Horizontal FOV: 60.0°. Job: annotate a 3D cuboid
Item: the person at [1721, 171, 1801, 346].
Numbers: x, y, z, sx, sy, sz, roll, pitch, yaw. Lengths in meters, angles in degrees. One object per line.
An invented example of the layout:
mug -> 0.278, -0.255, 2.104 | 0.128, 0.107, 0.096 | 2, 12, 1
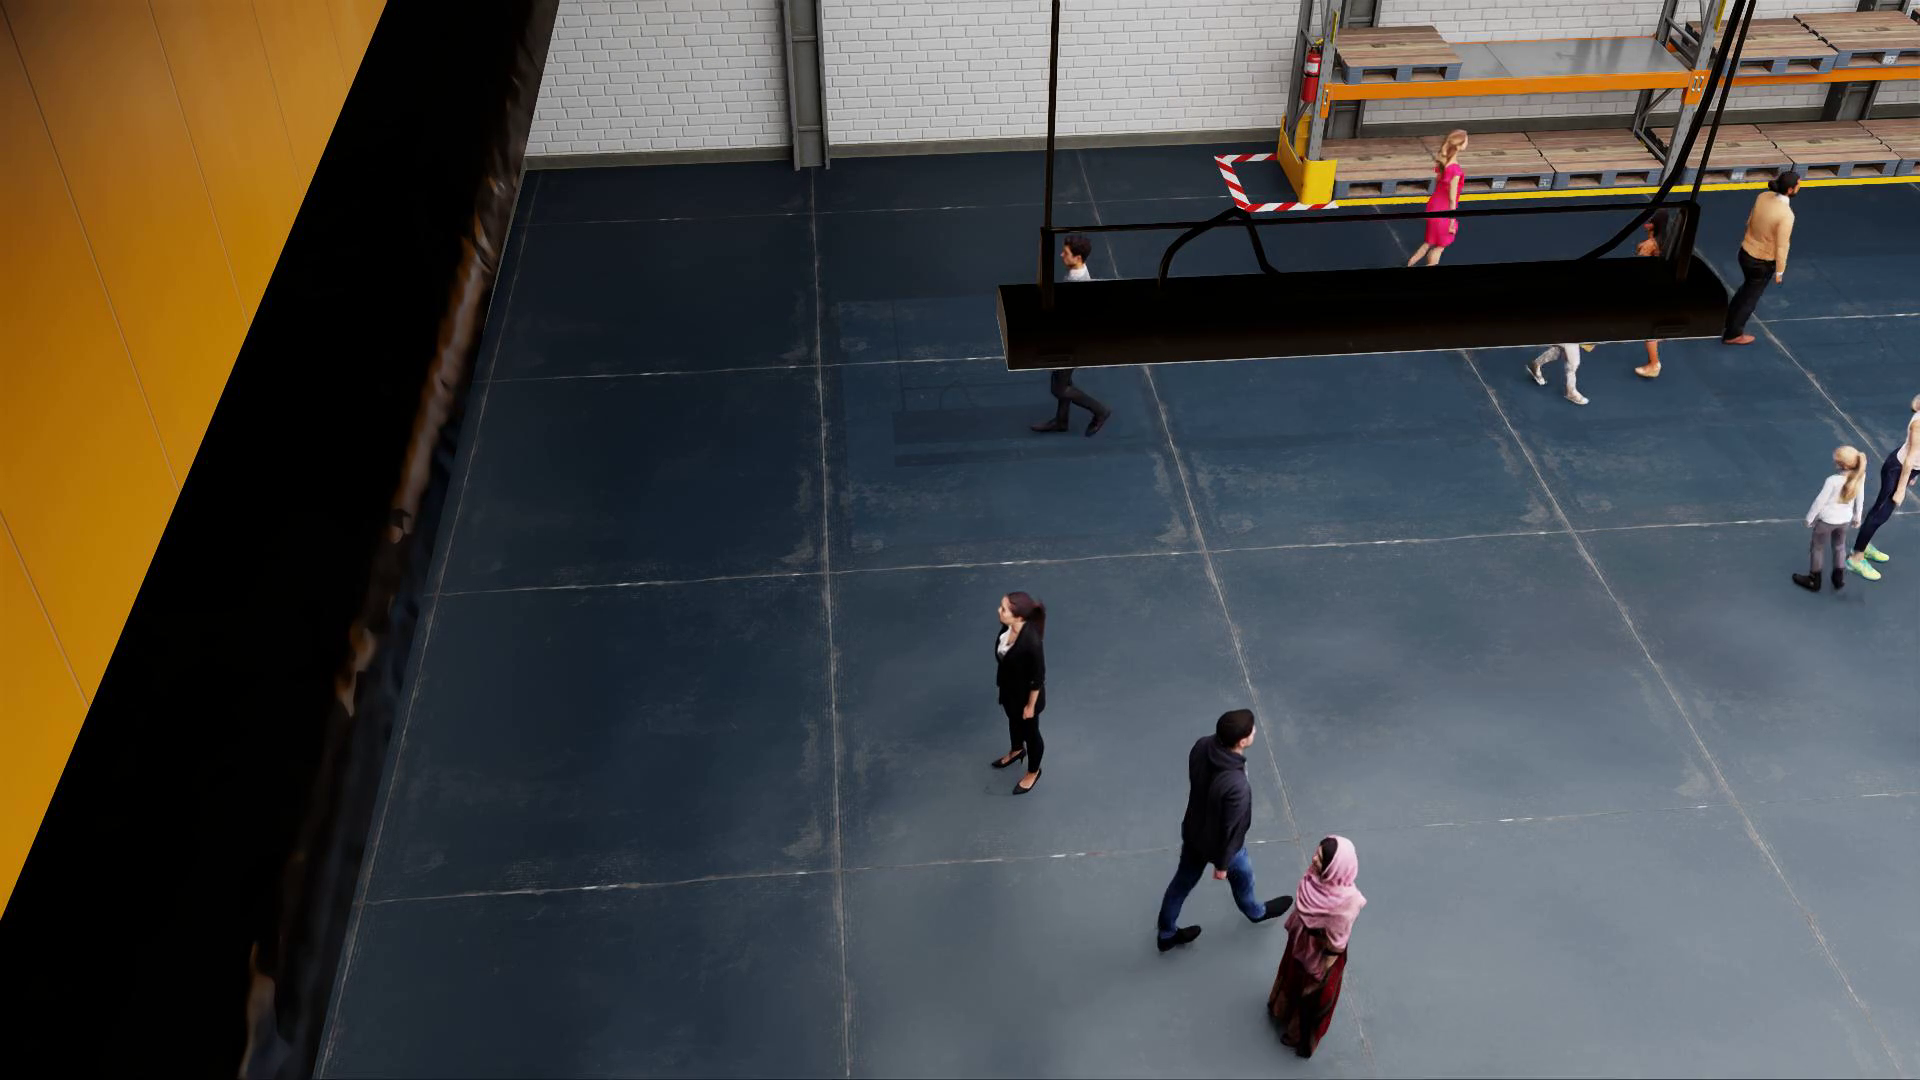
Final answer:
person -> 7.186, -2.547, 15.110 | 0.620, 1.747, 0.695 | -6, 39, -7

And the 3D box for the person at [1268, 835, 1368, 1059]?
person -> 1.990, 2.215, 9.235 | 0.602, 1.639, 0.660 | -5, 39, -7

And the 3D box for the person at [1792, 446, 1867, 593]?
person -> 6.604, -0.135, 12.487 | 0.502, 1.252, 0.696 | 1, 39, 1

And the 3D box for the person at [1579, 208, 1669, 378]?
person -> 6.113, -2.161, 14.720 | 1.119, 1.631, 0.937 | 19, 43, 23

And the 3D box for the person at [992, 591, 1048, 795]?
person -> 0.404, 0.963, 10.786 | 0.647, 1.659, 0.663 | -16, 41, -19

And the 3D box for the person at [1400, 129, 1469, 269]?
person -> 4.497, -3.105, 15.834 | 0.759, 1.716, 0.607 | 0, 39, 0

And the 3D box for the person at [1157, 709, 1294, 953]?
person -> 1.388, 1.745, 9.653 | 1.202, 1.850, 0.938 | -15, 41, -18

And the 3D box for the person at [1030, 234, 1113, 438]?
person -> 1.003, -1.682, 13.897 | 0.899, 1.909, 0.736 | -2, 39, -3

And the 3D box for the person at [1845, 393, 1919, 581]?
person -> 7.112, -0.499, 12.578 | 0.726, 1.707, 0.676 | 25, 45, 28
